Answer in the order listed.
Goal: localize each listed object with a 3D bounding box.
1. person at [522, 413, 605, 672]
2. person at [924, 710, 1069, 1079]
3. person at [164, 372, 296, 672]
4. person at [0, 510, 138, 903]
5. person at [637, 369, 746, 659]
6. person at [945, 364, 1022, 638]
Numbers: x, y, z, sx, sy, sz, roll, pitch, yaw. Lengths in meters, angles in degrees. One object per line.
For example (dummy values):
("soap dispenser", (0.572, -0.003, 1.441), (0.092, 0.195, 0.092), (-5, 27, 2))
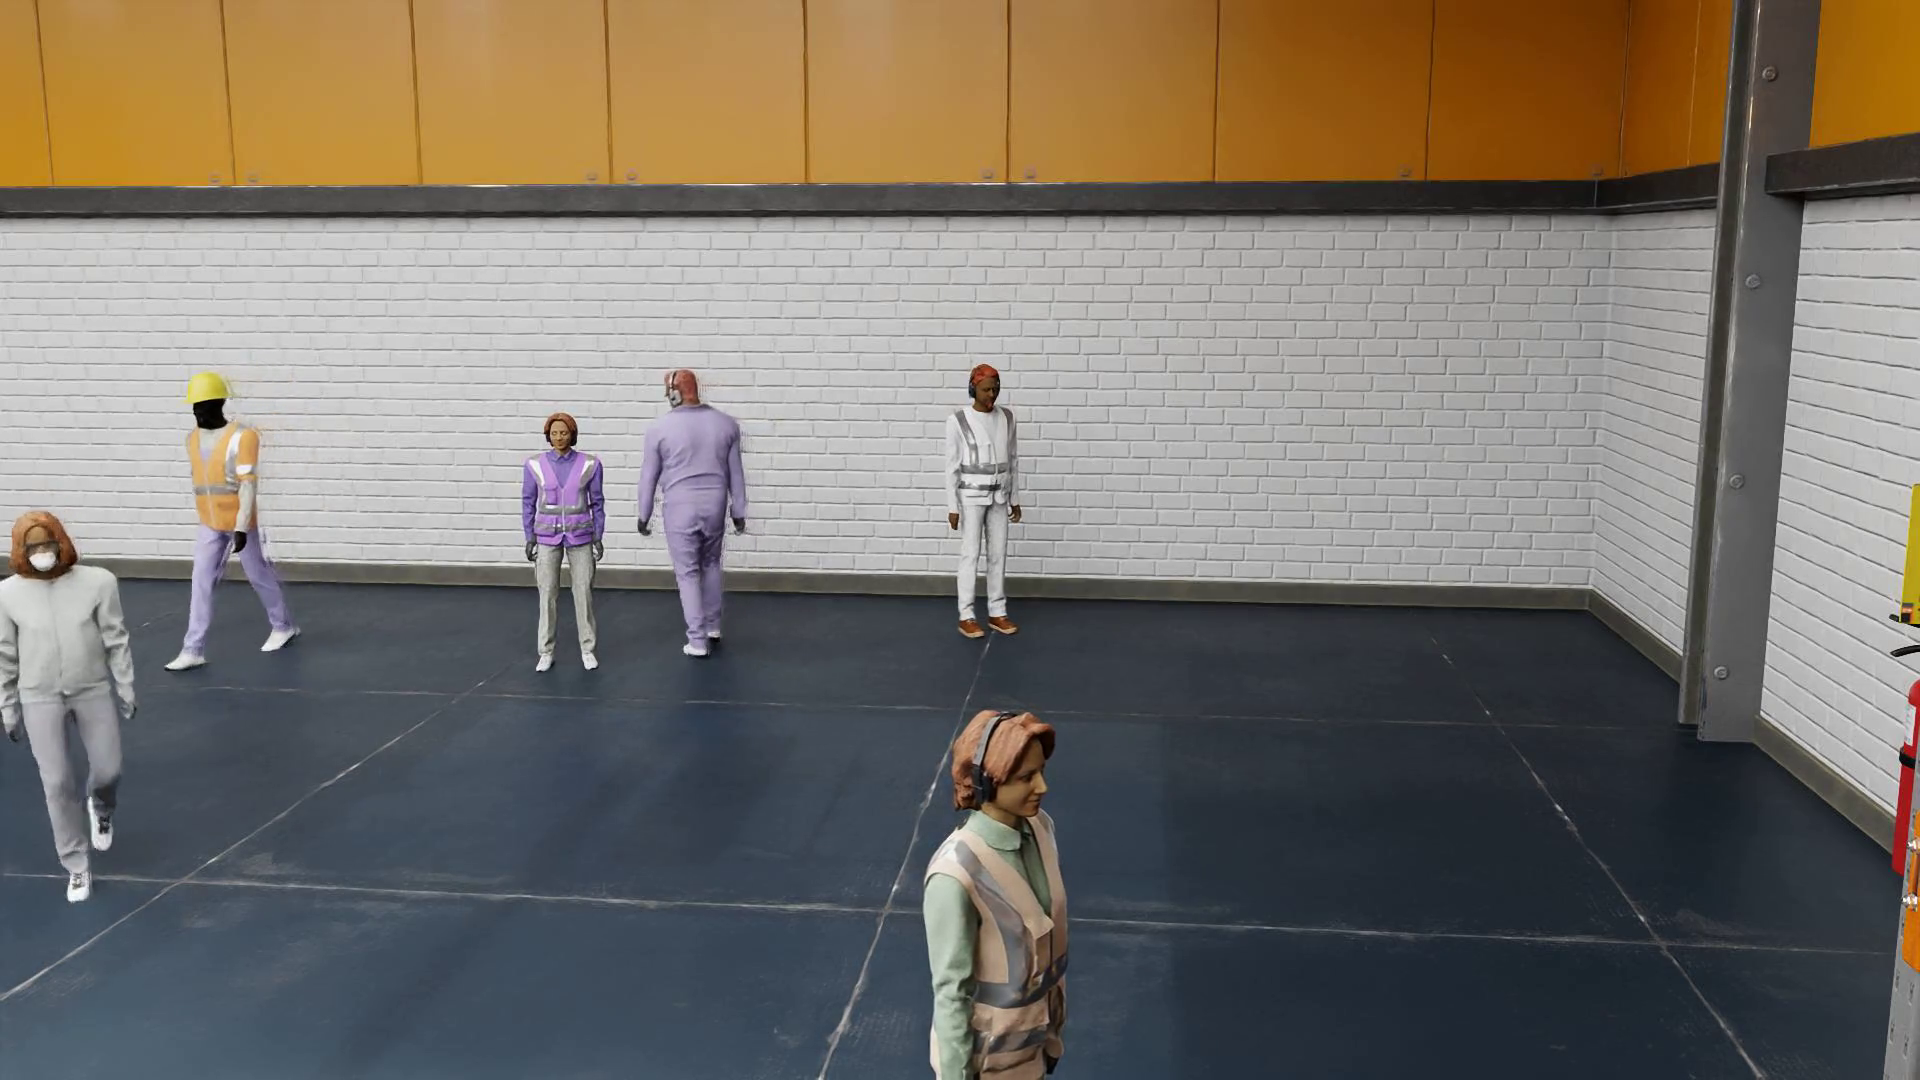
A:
("person", (-2.494, 0.012, 10.492), (0.512, 1.641, 0.307), (-2, 10, -12))
("person", (0.085, 1.182, 3.789), (0.306, 1.639, 0.523), (5, 11, 26))
("person", (-4.722, -0.143, 10.700), (0.588, 1.883, 0.988), (3, 10, 16))
("person", (-3.711, 0.655, 6.894), (0.530, 1.611, 0.533), (-6, 12, -31))
("person", (-1.771, -0.182, 10.946), (0.667, 1.871, 0.695), (-6, 12, -31))
("person", (0.162, -0.268, 11.421), (0.584, 1.879, 0.366), (-7, 12, -33))
